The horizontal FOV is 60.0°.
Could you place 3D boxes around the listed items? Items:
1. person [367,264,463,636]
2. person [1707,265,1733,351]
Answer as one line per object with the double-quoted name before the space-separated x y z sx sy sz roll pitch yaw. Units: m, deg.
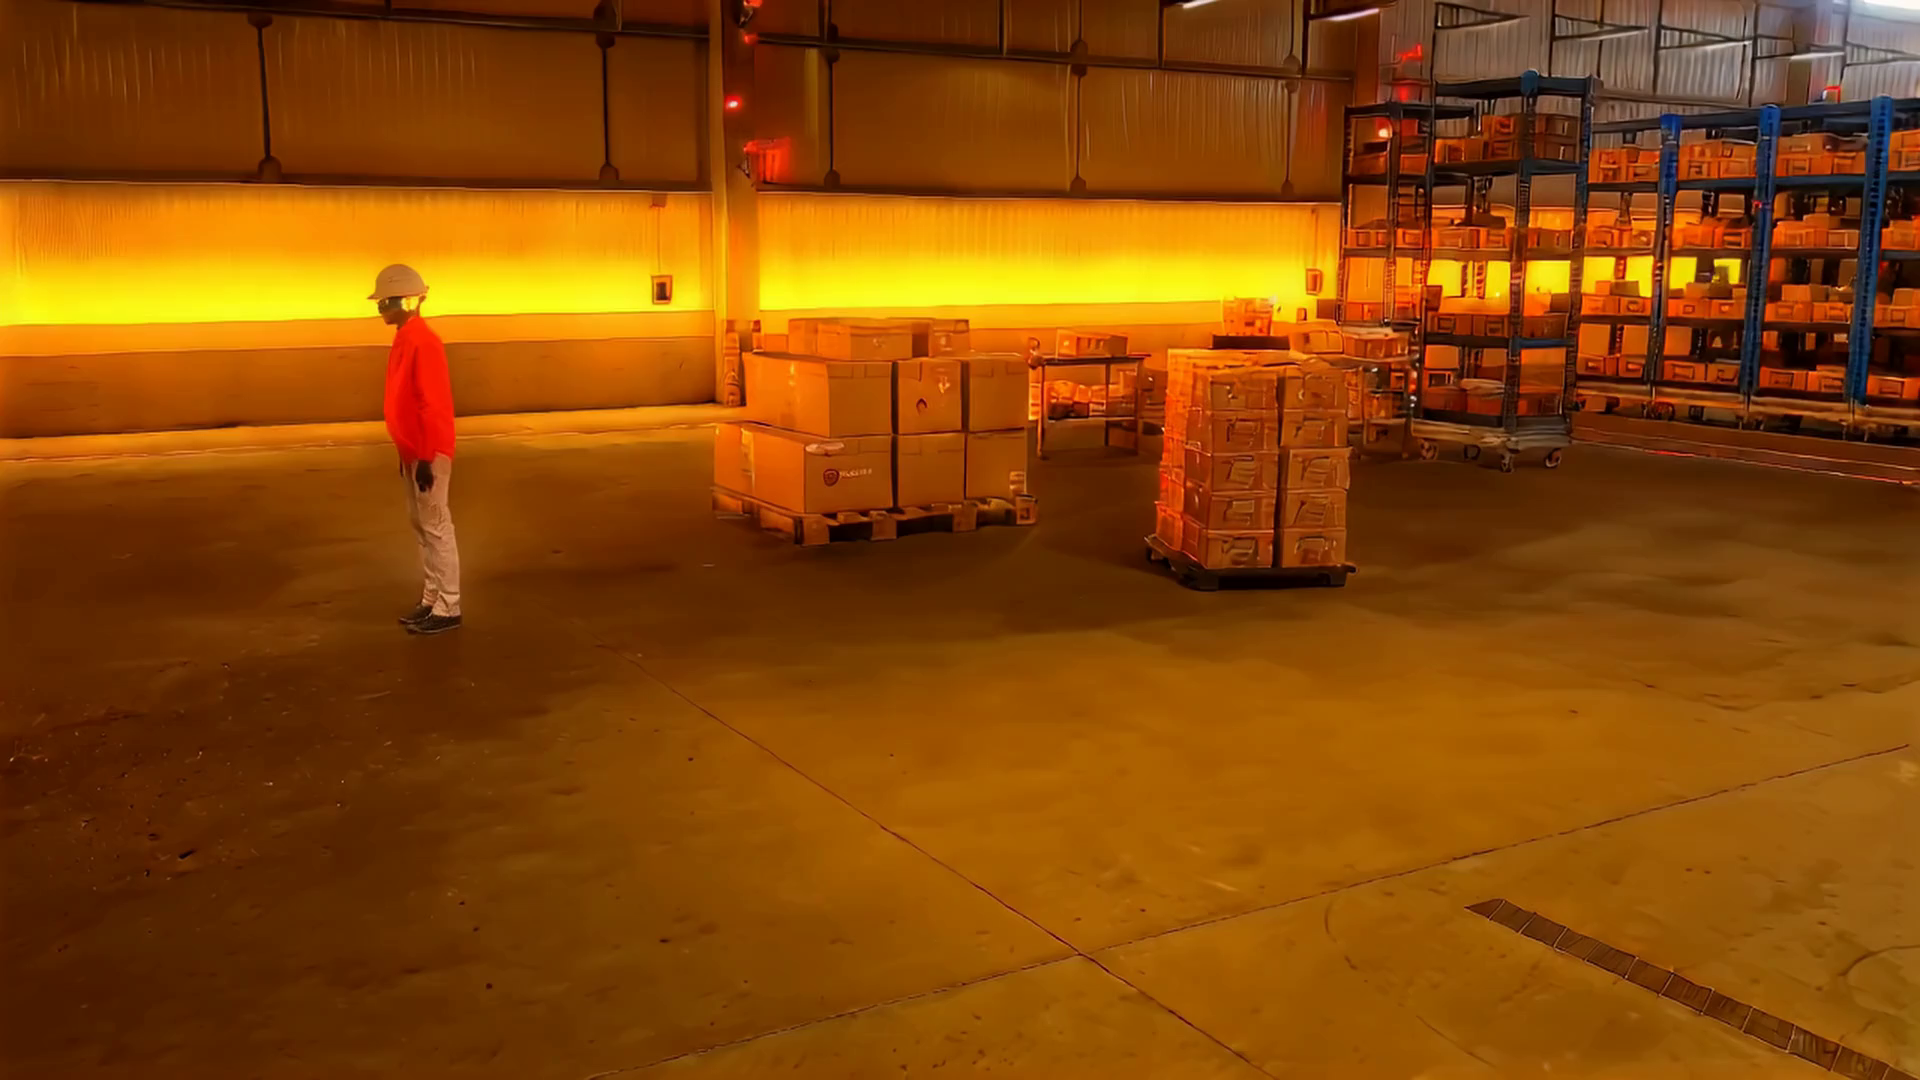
"person" -2.924 -0.479 8.938 0.409 1.987 0.608 -6 12 -32
"person" 11.120 -3.138 24.494 0.919 1.798 0.594 -3 10 -17
